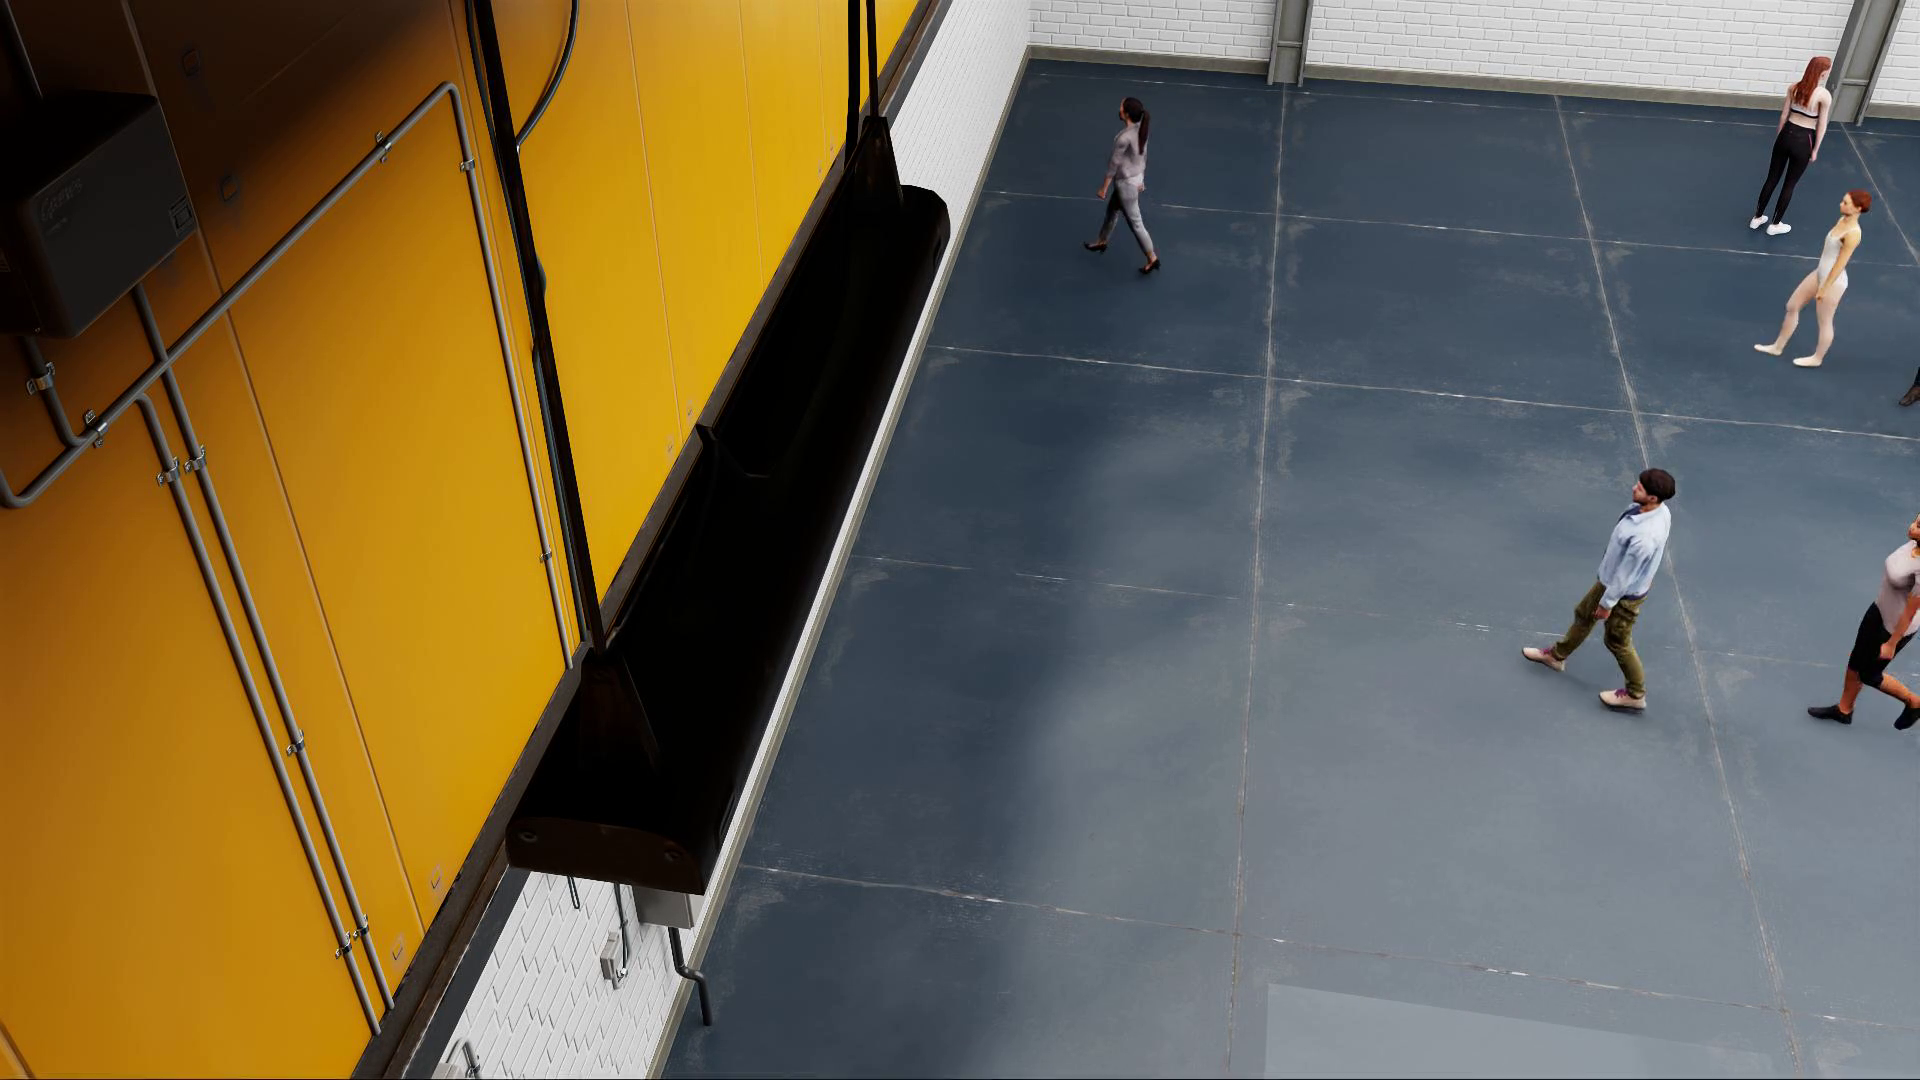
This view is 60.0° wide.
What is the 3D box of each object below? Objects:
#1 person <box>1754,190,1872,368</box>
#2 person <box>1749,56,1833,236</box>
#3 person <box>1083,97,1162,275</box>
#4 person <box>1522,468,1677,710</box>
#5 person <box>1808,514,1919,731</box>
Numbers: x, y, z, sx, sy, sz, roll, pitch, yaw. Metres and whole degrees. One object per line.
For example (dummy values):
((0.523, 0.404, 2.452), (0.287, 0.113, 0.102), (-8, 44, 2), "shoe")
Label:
((7.302, -2.148, 13.820), (0.761, 1.629, 0.596), (4, 39, 5), "person")
((7.878, -3.732, 15.714), (0.719, 1.742, 0.656), (-24, 45, -27), "person")
((1.588, -3.158, 15.084), (1.177, 1.631, 0.902), (22, 44, 25), "person")
((4.291, 0.346, 10.582), (1.173, 1.773, 0.910), (18, 42, 22), "person")
((5.890, 0.543, 10.367), (0.877, 1.734, 0.615), (9, 39, 11), "person")
